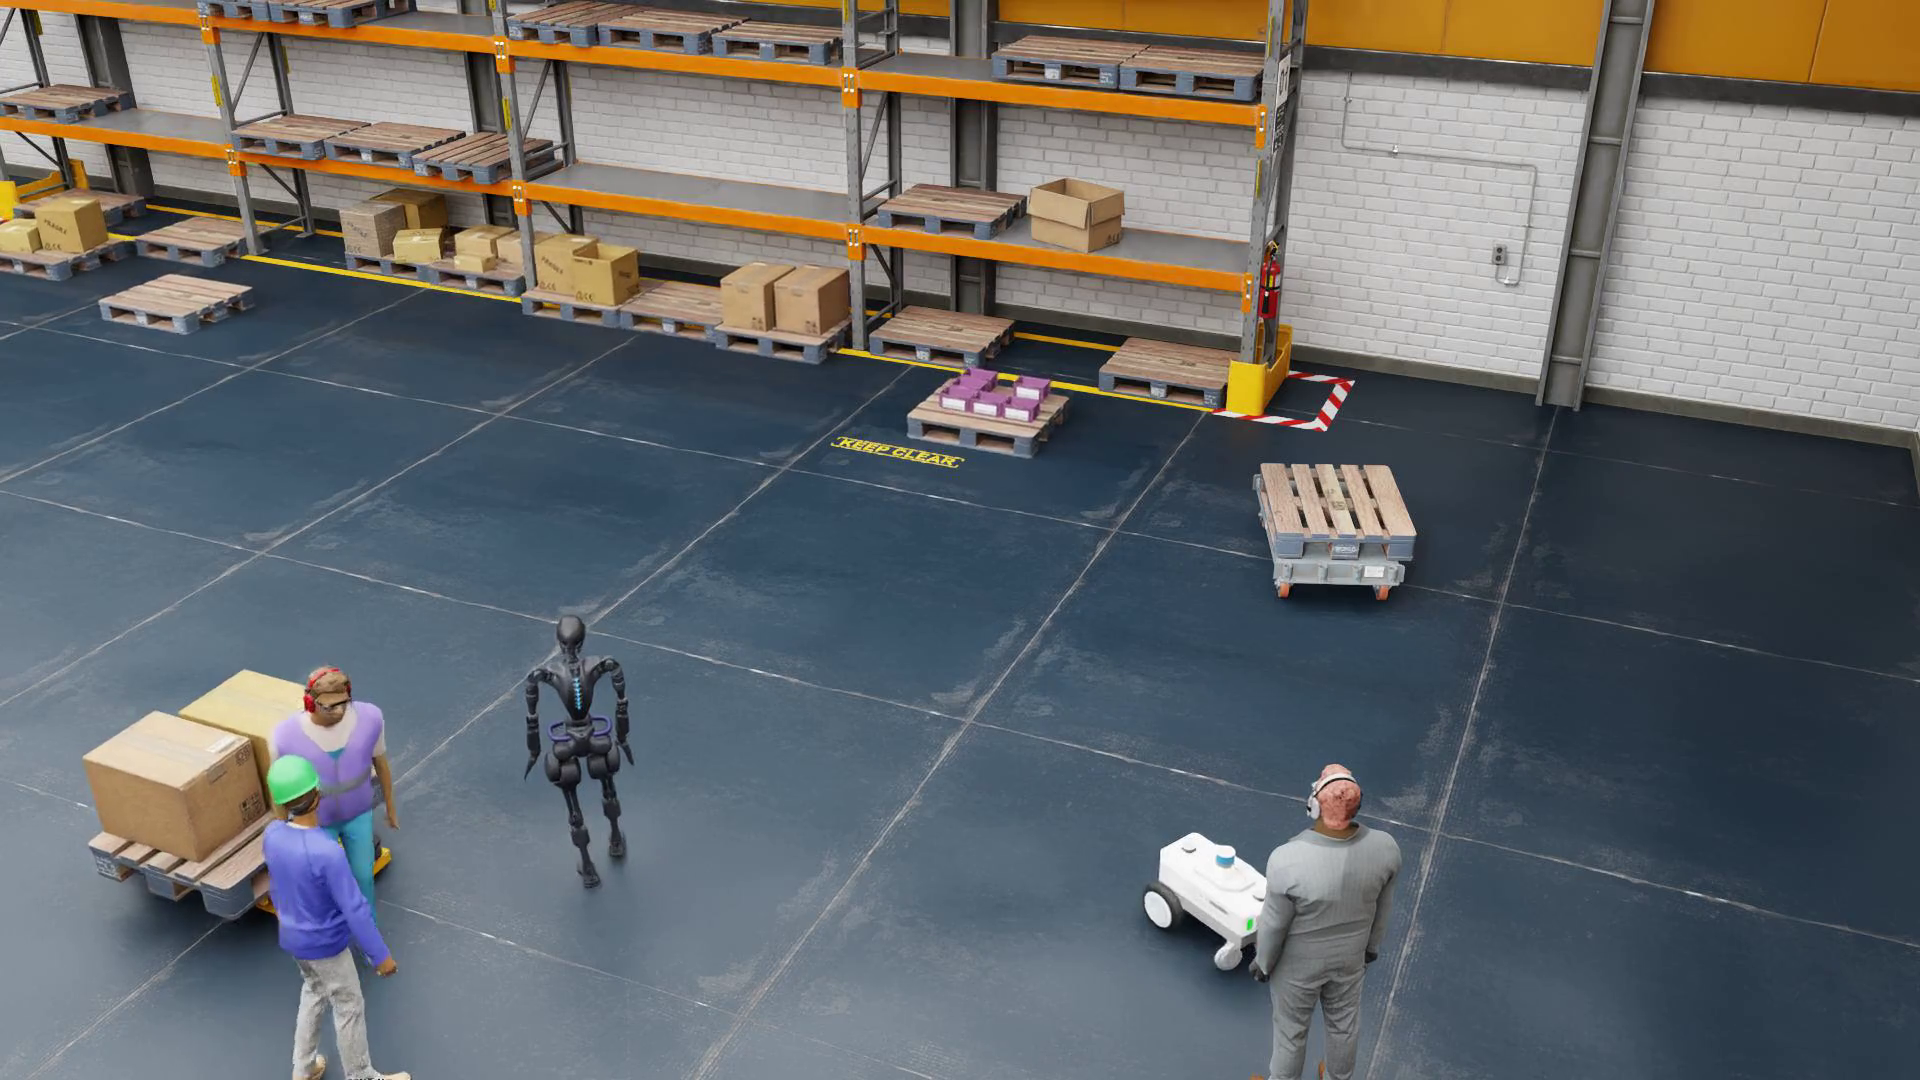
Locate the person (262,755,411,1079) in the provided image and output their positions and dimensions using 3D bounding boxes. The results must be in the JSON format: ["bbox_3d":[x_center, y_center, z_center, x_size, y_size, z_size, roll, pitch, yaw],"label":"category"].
[{"bbox_3d":[-2.911,1.854,7.625,0.649,1.853,0.439,17,32,30],"label":"person"}]

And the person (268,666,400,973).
[{"bbox_3d":[-3.188,1.403,8.512,0.598,1.822,0.482,-20,33,-33],"label":"person"}]

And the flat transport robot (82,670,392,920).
[{"bbox_3d":[-4.041,1.775,9.490,1.431,0.231,0.659,11,29,21],"label":"flat transport robot"}]

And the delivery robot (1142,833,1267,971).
[{"bbox_3d":[1.383,1.900,8.945,0.499,0.604,0.776,-20,34,-34],"label":"delivery robot"}]

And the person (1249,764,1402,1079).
[{"bbox_3d":[1.623,1.843,7.572,0.639,1.909,0.410,-6,28,-12],"label":"person"}]

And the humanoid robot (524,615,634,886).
[{"bbox_3d":[-2.120,1.137,9.189,0.603,1.656,0.385,-9,29,-17],"label":"humanoid robot"}]
